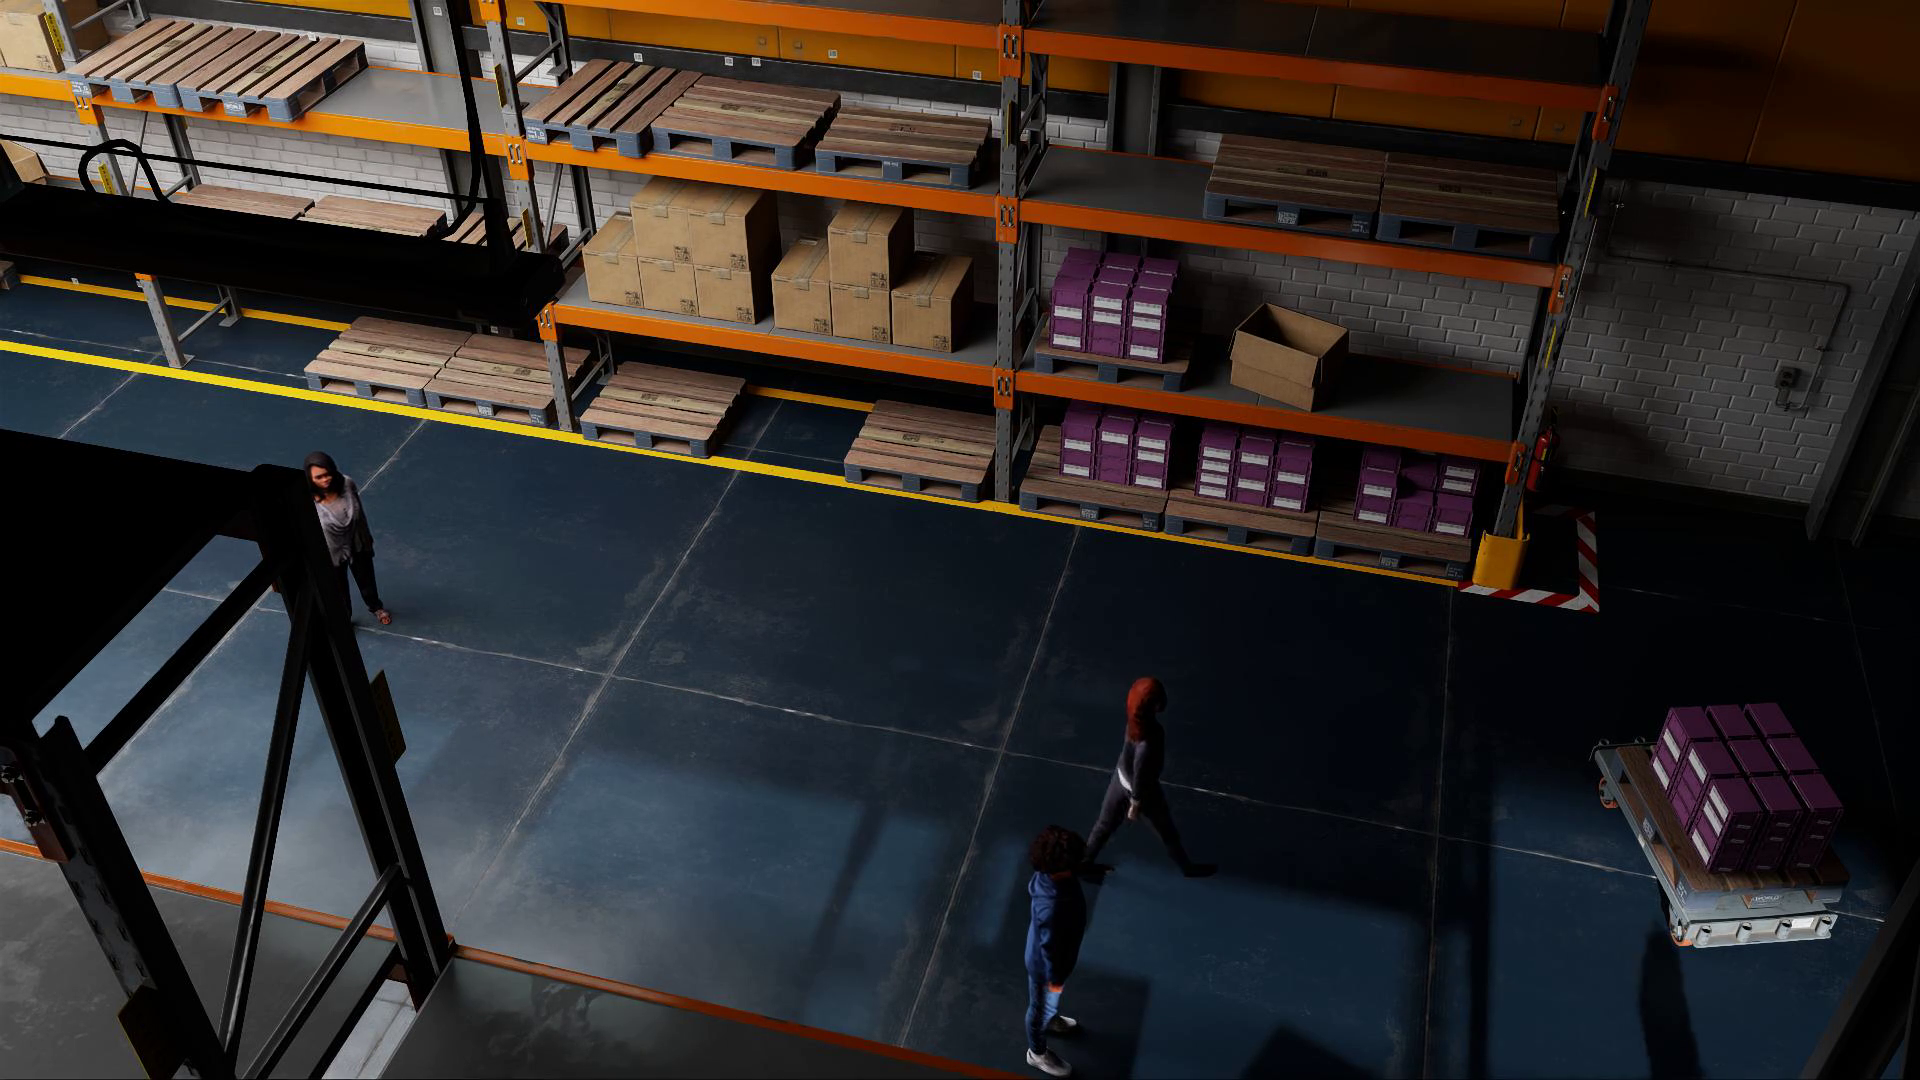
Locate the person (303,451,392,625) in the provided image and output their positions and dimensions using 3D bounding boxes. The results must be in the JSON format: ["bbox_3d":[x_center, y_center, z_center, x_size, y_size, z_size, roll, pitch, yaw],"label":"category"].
[{"bbox_3d":[-4.588,0.001,12.311,0.766,1.607,0.817,-26,46,-29],"label":"person"}]

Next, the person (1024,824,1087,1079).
[{"bbox_3d":[0.514,2.272,9.304,0.574,1.811,0.679,7,39,9],"label":"person"}]

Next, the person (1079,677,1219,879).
[{"bbox_3d":[1.017,1.531,10.304,1.189,1.722,0.822,-1,39,-1],"label":"person"}]
